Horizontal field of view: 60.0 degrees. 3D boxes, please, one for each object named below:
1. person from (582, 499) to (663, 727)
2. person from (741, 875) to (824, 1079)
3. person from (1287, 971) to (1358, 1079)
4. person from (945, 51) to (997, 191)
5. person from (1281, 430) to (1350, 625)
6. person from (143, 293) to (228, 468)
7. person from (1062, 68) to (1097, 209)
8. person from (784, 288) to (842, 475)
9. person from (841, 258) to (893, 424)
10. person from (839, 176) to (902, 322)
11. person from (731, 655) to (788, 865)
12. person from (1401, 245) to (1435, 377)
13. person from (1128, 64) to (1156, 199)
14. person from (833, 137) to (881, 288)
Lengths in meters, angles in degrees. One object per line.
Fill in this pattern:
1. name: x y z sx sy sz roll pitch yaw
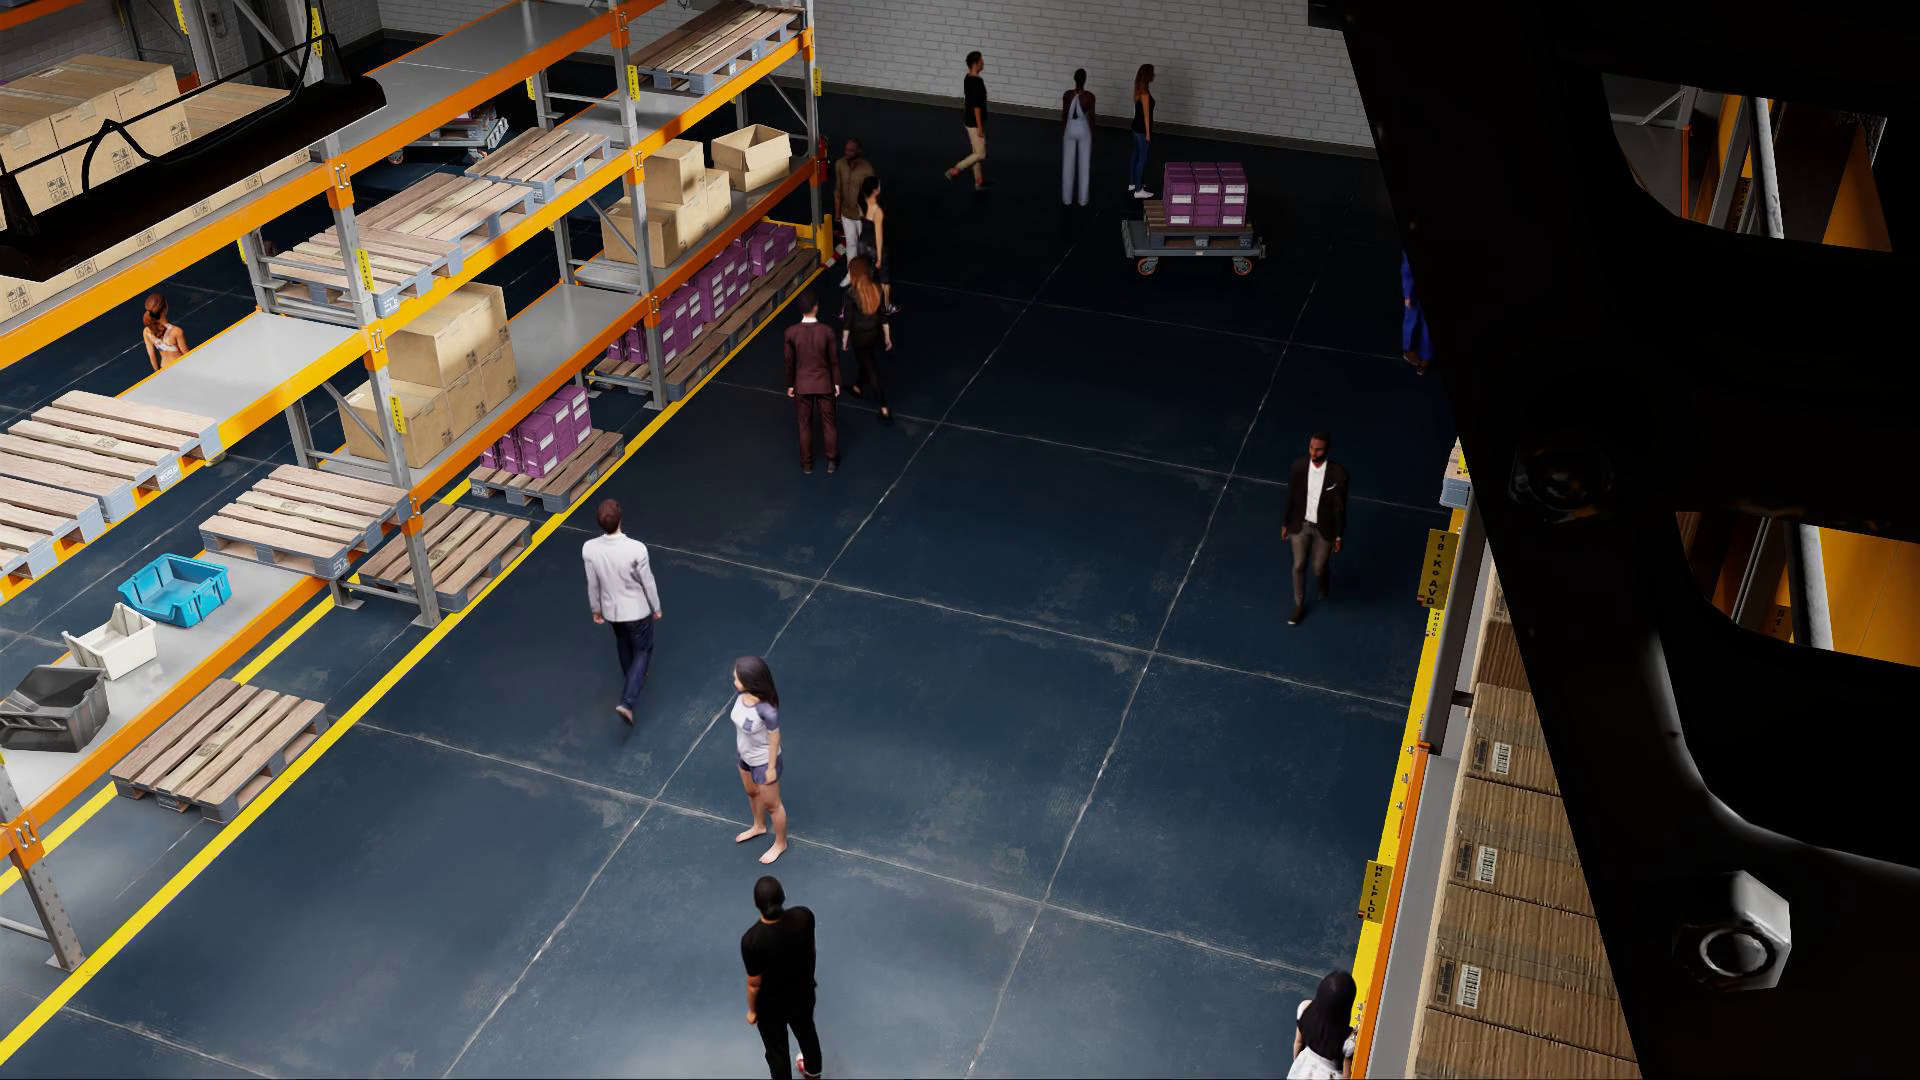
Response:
1. person: -2.561 0.566 12.619 0.766 1.829 1.093 7 34 10
2. person: -1.021 2.613 9.605 0.656 1.756 0.765 -24 40 -31
3. person: 1.949 2.998 9.014 0.801 1.769 0.776 -24 41 -32
4. person: 0.116 -5.396 21.570 0.970 1.849 0.988 -5 34 -8
5. person: 2.950 -0.143 13.721 0.762 1.789 0.865 18 37 24
6. person: -7.402 -1.502 15.764 0.639 1.792 0.641 3 34 4
7. person: 1.502 -5.136 21.238 0.600 1.784 0.524 7 34 10
8. person: -1.373 -1.472 15.655 0.763 1.863 0.745 -2 34 -3
9. person: -0.890 -1.950 16.548 1.188 1.669 1.104 -22 40 -30
10. person: -1.052 -3.157 18.344 0.894 1.692 1.183 28 43 35
11. person: -1.375 1.465 11.377 0.687 1.707 0.677 -25 41 -32
12. person: 4.860 -2.650 17.472 0.891 1.812 0.966 -5 34 -8
13. person: 2.361 -5.328 21.583 0.728 1.722 0.619 -6 34 -9
14. person: -1.184 -3.770 19.145 0.758 1.825 0.609 17 37 23
